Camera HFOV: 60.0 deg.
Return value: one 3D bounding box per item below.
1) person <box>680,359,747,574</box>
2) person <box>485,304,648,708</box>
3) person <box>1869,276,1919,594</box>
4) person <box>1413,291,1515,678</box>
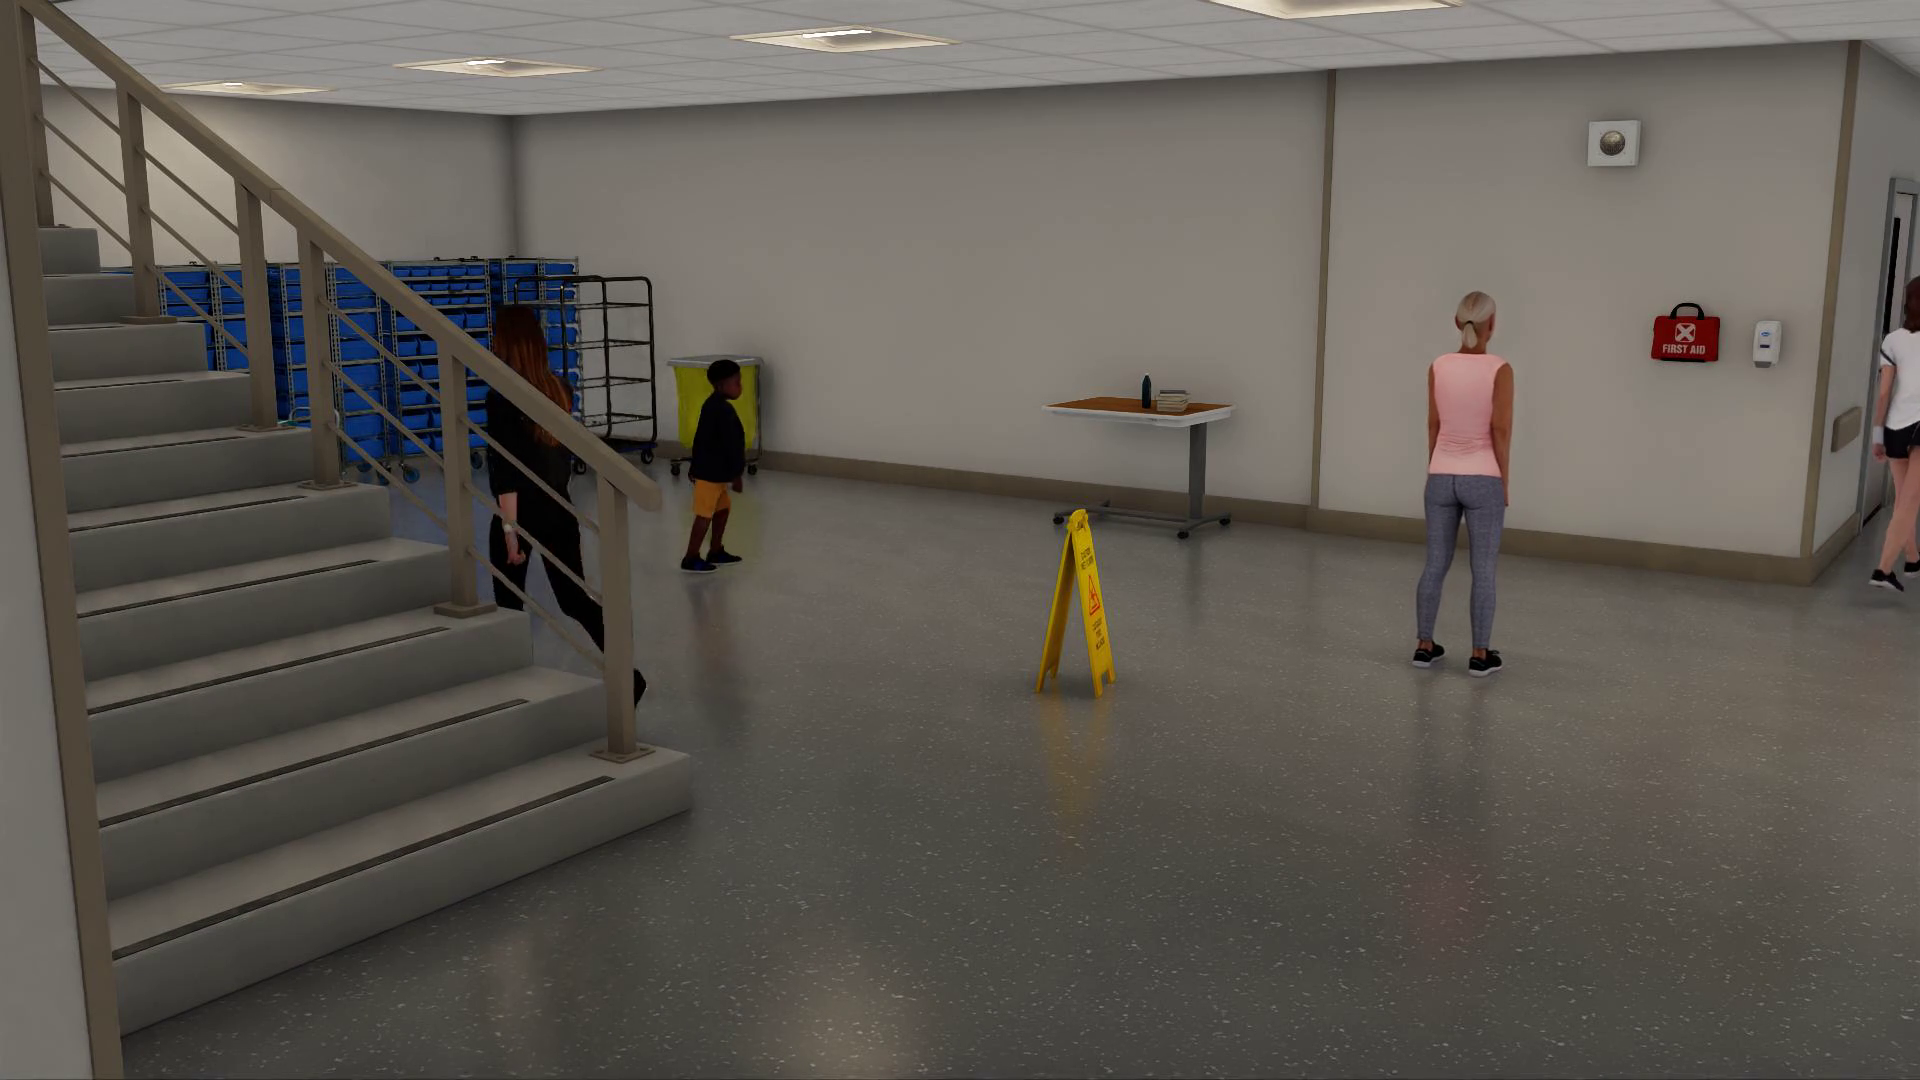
[{"bbox_3d":[-1.493,-0.418,9.663,0.721,1.244,0.669,-7,13,-32],"label":"person"},{"bbox_3d":[-1.618,-0.067,6.632,1.116,1.685,0.616,8,13,36],"label":"person"},{"bbox_3d":[5.143,-0.524,9.006,0.846,1.698,1.200,-10,15,-42],"label":"person"},{"bbox_3d":[2.285,-0.257,7.537,0.446,1.721,0.604,8,14,38],"label":"person"}]
